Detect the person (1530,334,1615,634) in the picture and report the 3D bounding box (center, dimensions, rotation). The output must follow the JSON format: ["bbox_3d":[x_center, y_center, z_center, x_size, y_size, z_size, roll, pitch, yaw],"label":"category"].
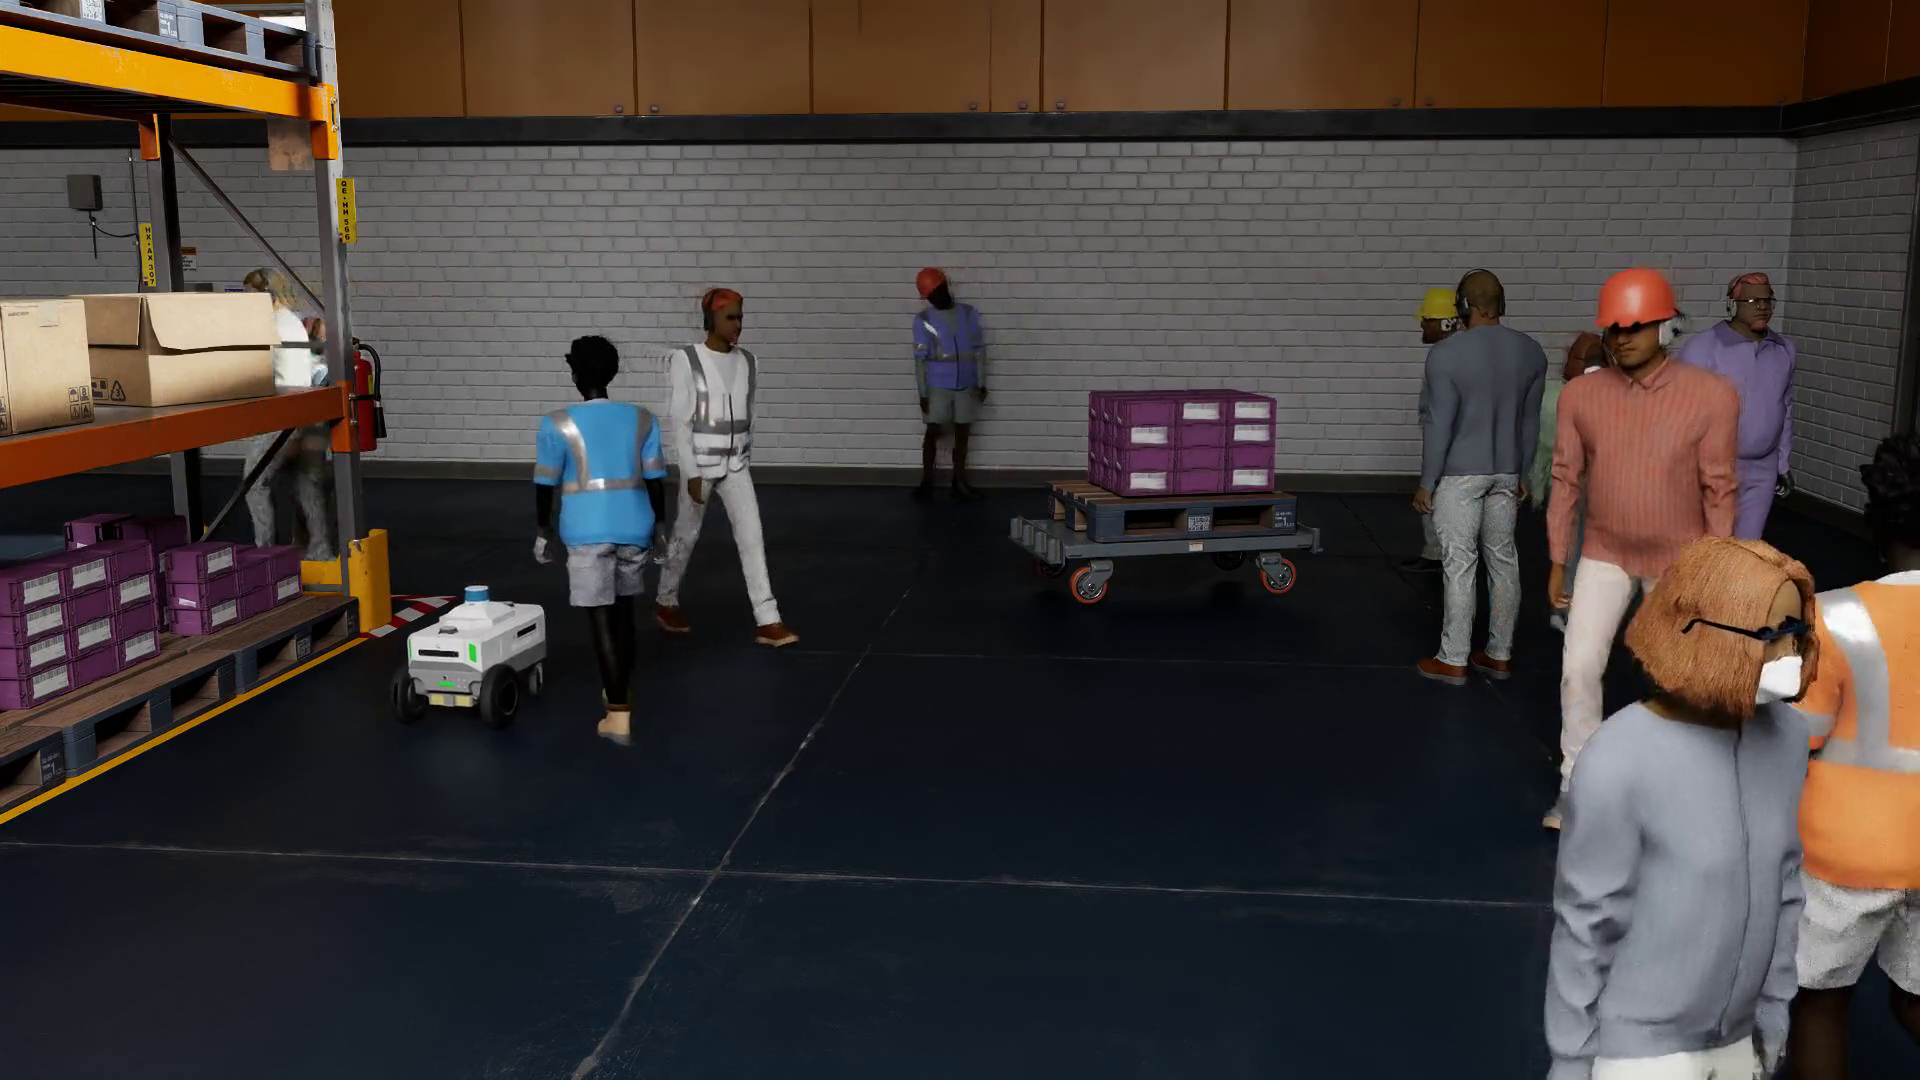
[{"bbox_3d":[3.211,-0.242,8.478,0.504,1.594,0.830,-1,10,-8],"label":"person"}]

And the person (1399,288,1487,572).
[{"bbox_3d":[3.143,-0.670,10.380,0.670,1.793,0.615,3,10,19],"label":"person"}]

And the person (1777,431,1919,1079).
[{"bbox_3d":[1.864,0.633,3.227,0.555,1.673,0.566,0,10,-1],"label":"person"}]

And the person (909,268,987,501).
[{"bbox_3d":[-0.084,-1.230,13.339,0.632,1.887,0.353,-4,11,-20],"label":"person"}]

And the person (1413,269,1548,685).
[{"bbox_3d":[2.406,-0.287,7.764,0.627,1.934,0.371,-3,10,-19],"label":"person"}]

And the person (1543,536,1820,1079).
[{"bbox_3d":[1.085,0.767,2.671,0.505,1.612,0.650,-6,11,-30],"label":"person"}]

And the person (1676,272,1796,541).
[{"bbox_3d":[3.917,-0.384,8.390,0.636,1.911,0.405,-2,10,-9],"label":"person"}]

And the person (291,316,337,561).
[{"bbox_3d":[-4.005,-0.586,10.394,0.534,1.612,0.534,-9,13,-42],"label":"person"}]

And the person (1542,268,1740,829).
[{"bbox_3d":[2.297,0.072,5.657,0.615,1.961,0.579,7,12,36],"label":"person"}]

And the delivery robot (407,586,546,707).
[{"bbox_3d":[-2.099,0.442,7.261,0.477,0.478,0.707,2,10,11],"label":"delivery robot"}]

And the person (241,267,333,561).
[{"bbox_3d":[-4.205,-0.687,10.110,0.726,1.916,0.642,-2,10,-12],"label":"person"}]

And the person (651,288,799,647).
[{"bbox_3d":[-1.277,-0.378,8.603,0.590,1.838,0.999,-9,14,-43],"label":"person"}]

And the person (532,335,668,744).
[{"bbox_3d":[-1.525,-0.020,6.998,0.546,1.660,0.744,-7,12,-37],"label":"person"}]
